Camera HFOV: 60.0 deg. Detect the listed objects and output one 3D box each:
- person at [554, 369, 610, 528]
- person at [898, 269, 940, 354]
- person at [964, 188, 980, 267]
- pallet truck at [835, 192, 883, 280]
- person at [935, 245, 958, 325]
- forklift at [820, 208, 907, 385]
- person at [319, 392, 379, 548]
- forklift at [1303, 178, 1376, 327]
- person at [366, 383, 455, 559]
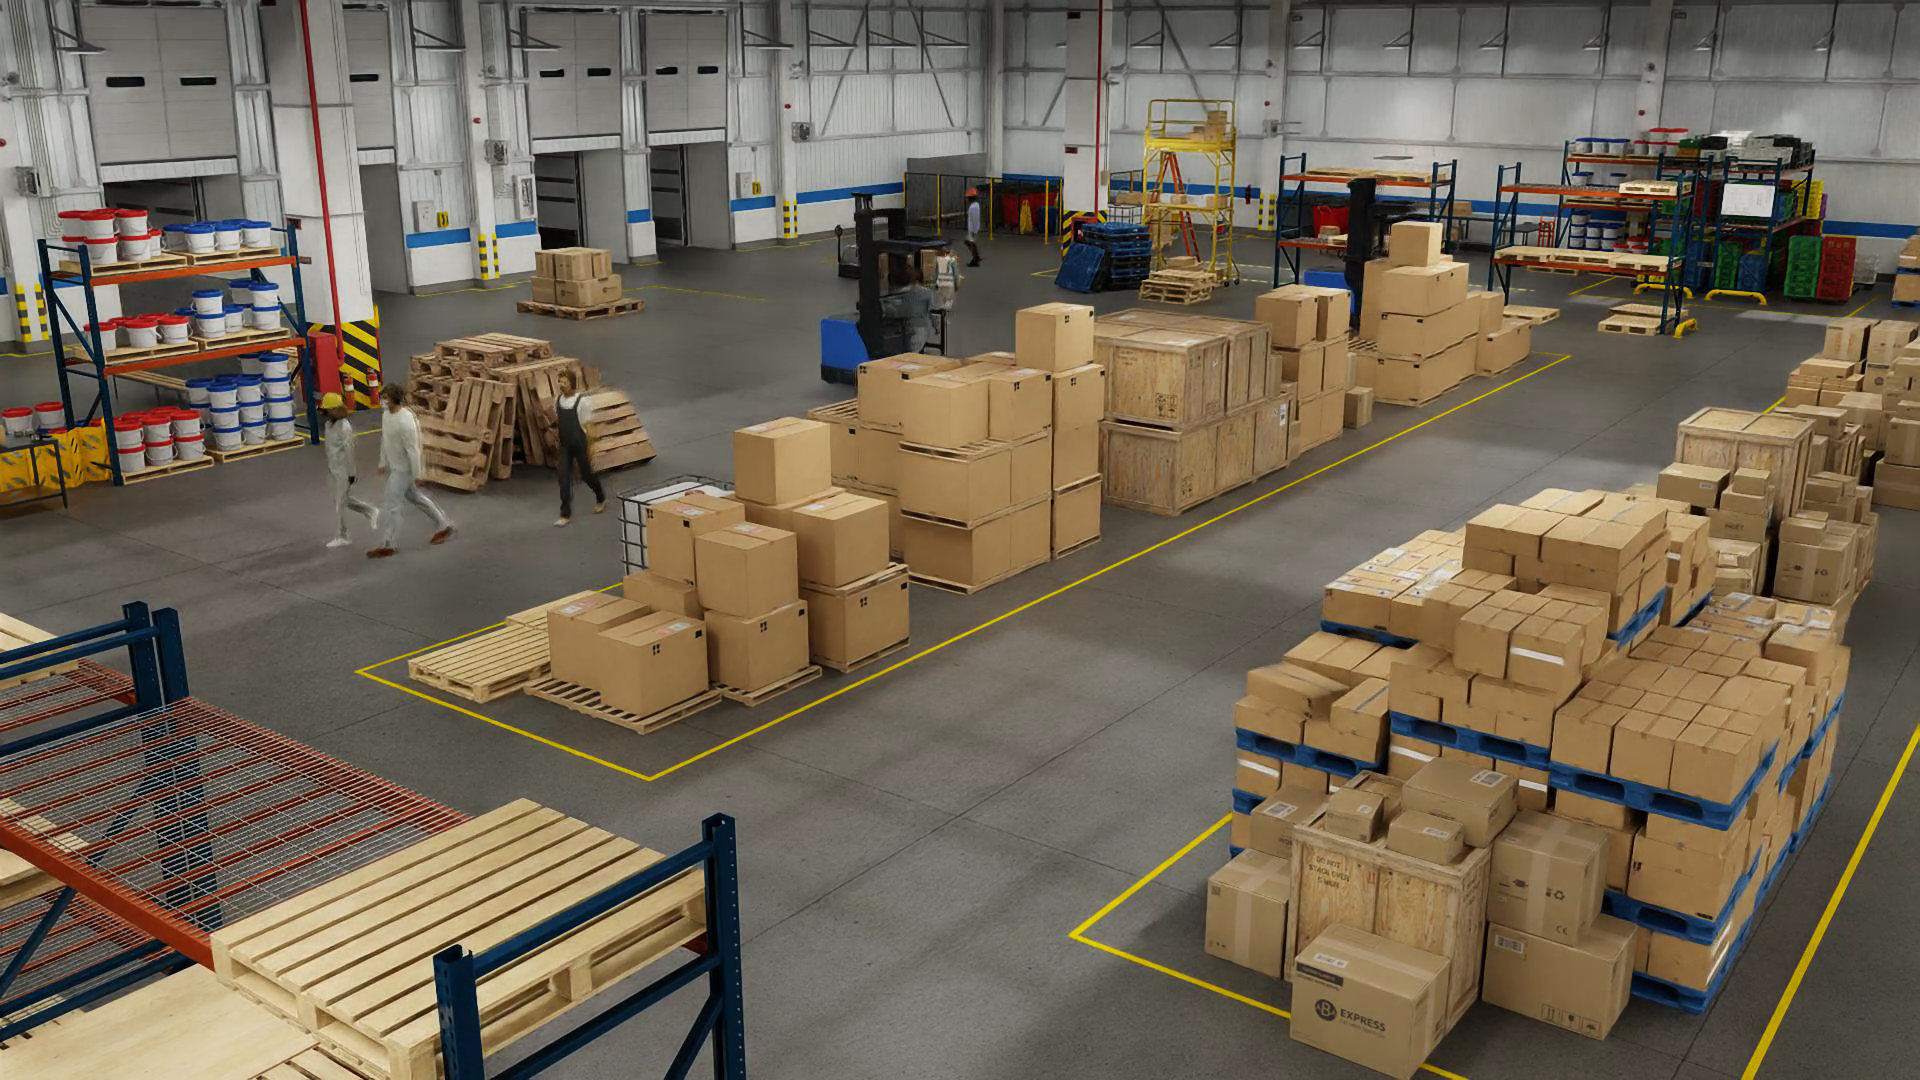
[{"bbox_3d":[-4.425,-1.105,19.257,0.523,1.815,0.881,7,18,23],"label":"person"},{"bbox_3d":[-0.699,-3.431,26.853,0.645,1.884,1.045,7,18,22],"label":"person"},{"bbox_3d":[0.293,-7.639,40.696,0.407,1.922,0.585,-2,17,-6],"label":"person"},{"bbox_3d":[-1.936,-7.159,38.982,1.885,1.965,0.823,-12,21,-34],"label":"pallet truck"},{"bbox_3d":[-0.281,-4.962,32.338,0.534,1.625,0.404,12,21,35],"label":"person"},{"bbox_3d":[-1.250,-3.861,26.558,1.873,2.768,1.129,12,21,35],"label":"forklift"},{"bbox_3d":[-6.788,-0.804,18.388,0.497,1.724,0.612,16,23,42],"label":"person"},{"bbox_3d":[7.696,-5.566,32.205,1.873,2.768,1.129,8,19,24],"label":"forklift"},{"bbox_3d":[-6.024,-0.791,18.079,1.000,1.904,0.632,-11,20,-32],"label":"person"}]
